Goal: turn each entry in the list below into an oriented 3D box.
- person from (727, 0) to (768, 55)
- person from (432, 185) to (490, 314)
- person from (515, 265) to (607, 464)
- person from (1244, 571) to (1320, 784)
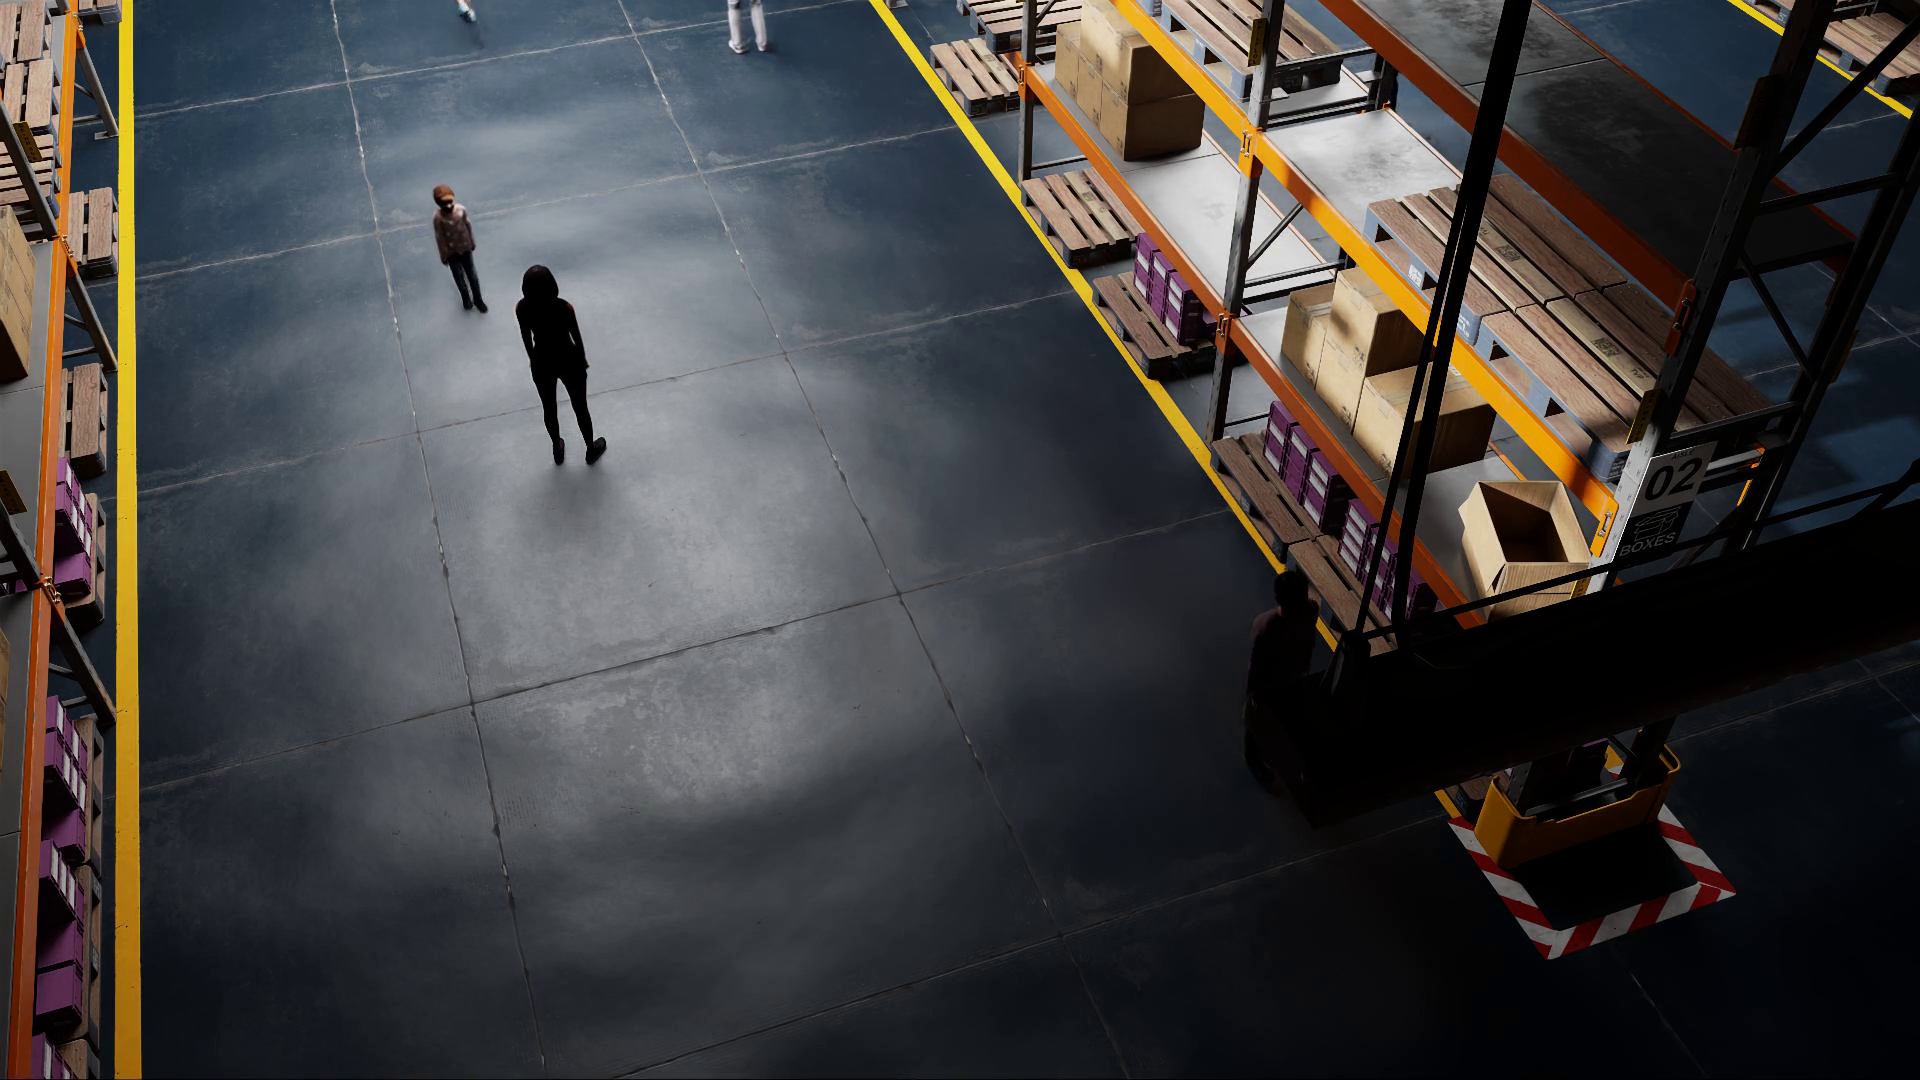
[{"bbox_3d":[-2.255,-5.899,17.047,0.657,1.886,0.582,-11,45,-12],"label":"person"},{"bbox_3d":[-4.249,-2.486,13.974,0.516,1.182,0.594,-19,47,-19],"label":"person"},{"bbox_3d":[-2.985,-1.299,12.323,0.657,1.741,0.632,0,44,1],"label":"person"},{"bbox_3d":[1.884,0.780,10.129,0.719,1.758,0.662,-19,47,-19],"label":"person"}]
